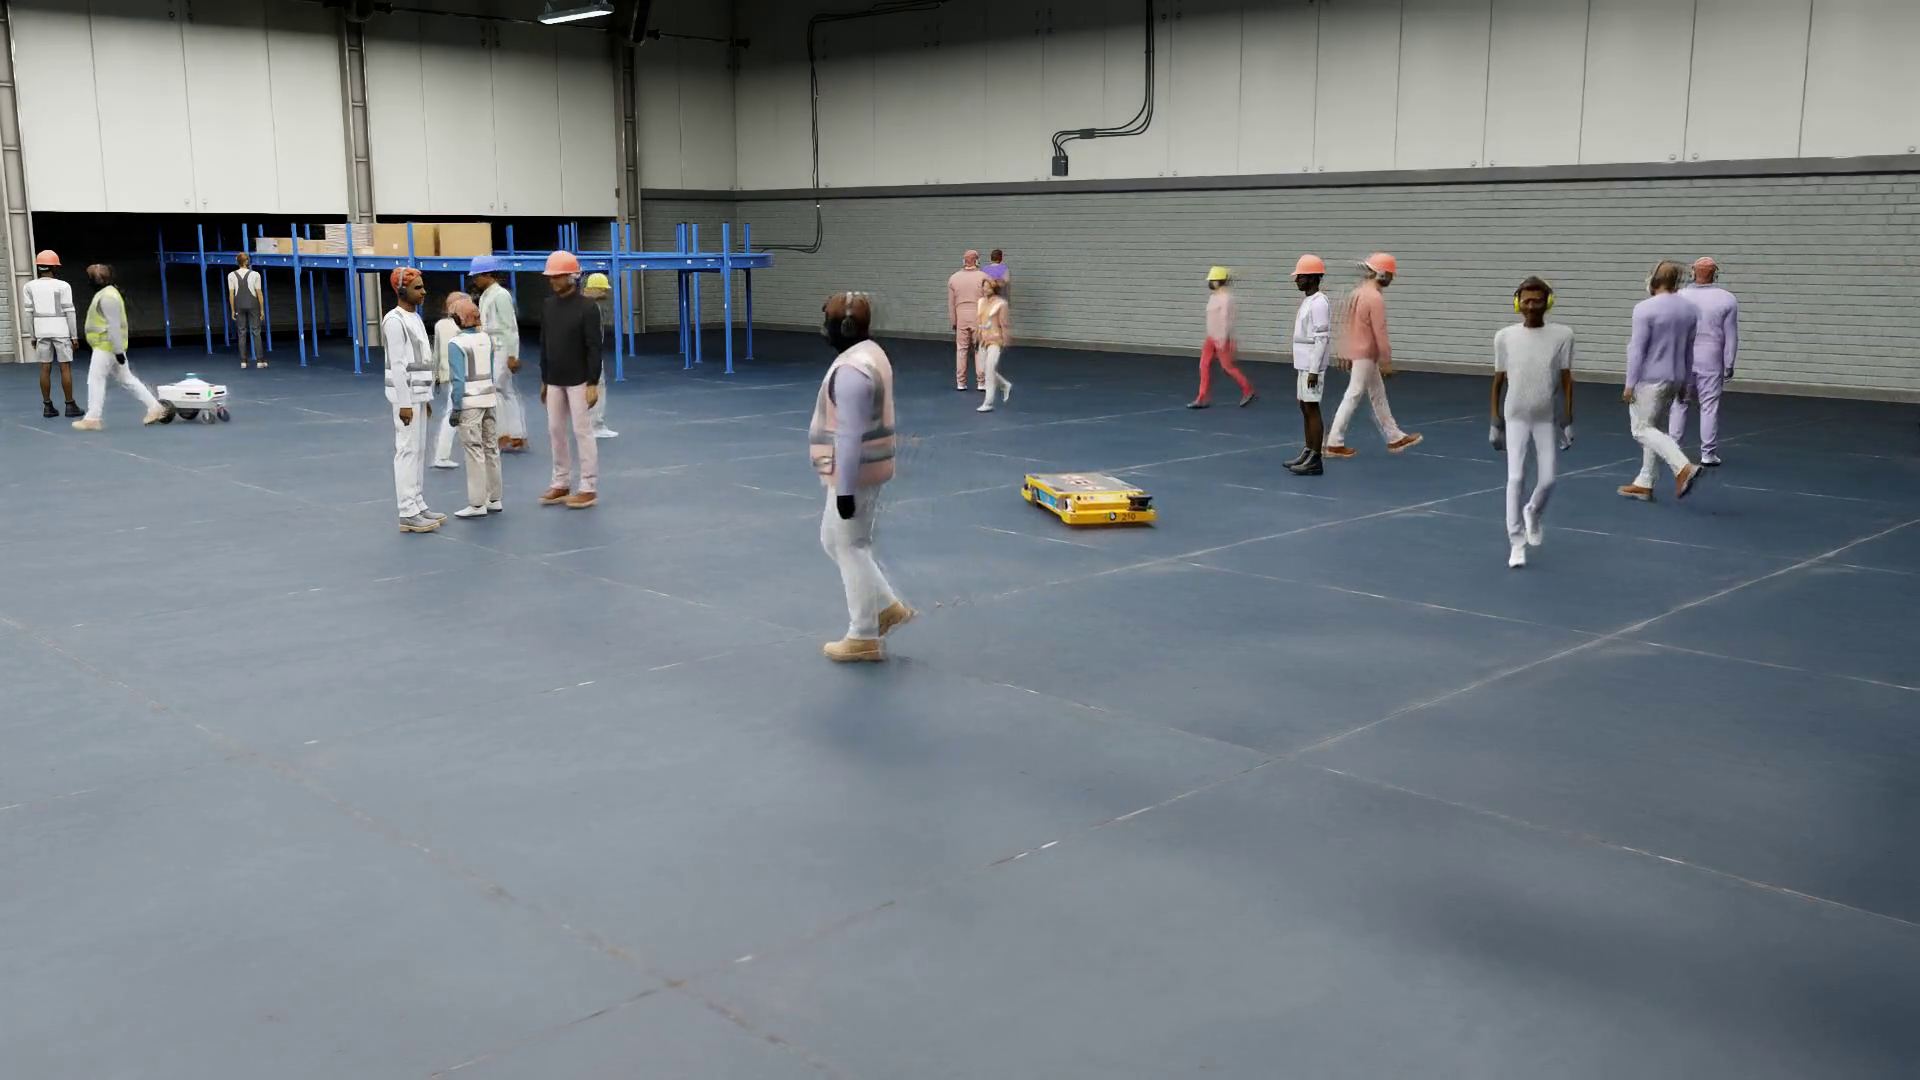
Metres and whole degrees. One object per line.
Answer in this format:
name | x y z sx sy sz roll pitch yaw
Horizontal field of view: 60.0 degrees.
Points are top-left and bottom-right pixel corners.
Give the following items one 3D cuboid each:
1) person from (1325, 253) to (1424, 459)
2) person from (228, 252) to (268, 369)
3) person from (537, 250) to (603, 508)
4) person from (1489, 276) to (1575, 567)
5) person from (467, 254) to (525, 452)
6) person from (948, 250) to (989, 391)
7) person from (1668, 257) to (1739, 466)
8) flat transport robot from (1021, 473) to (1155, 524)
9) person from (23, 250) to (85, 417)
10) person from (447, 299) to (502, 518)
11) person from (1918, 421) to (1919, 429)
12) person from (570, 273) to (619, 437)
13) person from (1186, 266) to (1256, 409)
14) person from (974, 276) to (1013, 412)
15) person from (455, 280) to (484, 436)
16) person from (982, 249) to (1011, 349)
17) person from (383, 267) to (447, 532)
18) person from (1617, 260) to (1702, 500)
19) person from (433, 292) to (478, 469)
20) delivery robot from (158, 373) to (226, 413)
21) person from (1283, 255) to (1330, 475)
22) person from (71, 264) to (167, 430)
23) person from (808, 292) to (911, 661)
person | 3.969 -1.737 15.778 1.029 1.933 0.628 0 10 -1
person | -11.374 -3.662 26.549 0.506 1.839 0.343 -2 11 -10
person | -3.065 -1.258 13.019 0.629 1.991 0.399 7 12 32
person | 3.702 -0.779 10.775 0.542 1.854 0.628 3 11 14
person | -4.554 -1.808 16.199 0.606 1.921 0.646 -6 12 -28
person | 0.171 -2.989 22.685 0.643 1.911 0.411 4 11 19
person | 6.825 -1.647 15.362 0.648 1.913 0.409 6 12 31
flat transport robot | 0.964 -0.341 12.835 0.652 0.197 1.431 -2 11 -12
person | -10.612 -2.416 19.483 0.551 1.936 0.356 -1 10 -4
person | -3.664 -0.991 12.529 0.315 1.637 0.514 3 11 17
person | 9.647 -1.722 15.837 0.687 1.882 0.654 4 11 21
person | -3.961 -1.942 17.470 0.637 1.722 0.505 -3 11 -14
person | 3.234 -2.489 20.435 0.811 1.740 0.527 -3 11 -15
person | 0.417 -2.379 20.128 0.577 1.620 0.526 -8 13 -36
person | -5.030 -1.881 17.330 0.872 1.641 0.555 -10 14 -43
person | 0.676 -4.506 31.131 0.567 1.846 0.389 4 11 23
person | -3.950 -1.016 12.002 0.353 1.883 0.578 -1 10 -5
person | 5.585 -1.240 13.122 0.641 1.919 0.725 -6 12 -29
person | -4.536 -1.466 15.231 0.539 1.586 0.855 7 12 33
delivery robot | -8.760 -1.658 18.986 0.707 0.478 0.477 2 11 12
person | 3.096 -1.563 14.831 0.359 1.936 0.552 0 10 0
person | -9.341 -2.145 18.388 0.914 1.808 0.621 -4 11 -21
person | -0.538 -0.313 8.292 0.430 1.831 0.644 1 10 7
